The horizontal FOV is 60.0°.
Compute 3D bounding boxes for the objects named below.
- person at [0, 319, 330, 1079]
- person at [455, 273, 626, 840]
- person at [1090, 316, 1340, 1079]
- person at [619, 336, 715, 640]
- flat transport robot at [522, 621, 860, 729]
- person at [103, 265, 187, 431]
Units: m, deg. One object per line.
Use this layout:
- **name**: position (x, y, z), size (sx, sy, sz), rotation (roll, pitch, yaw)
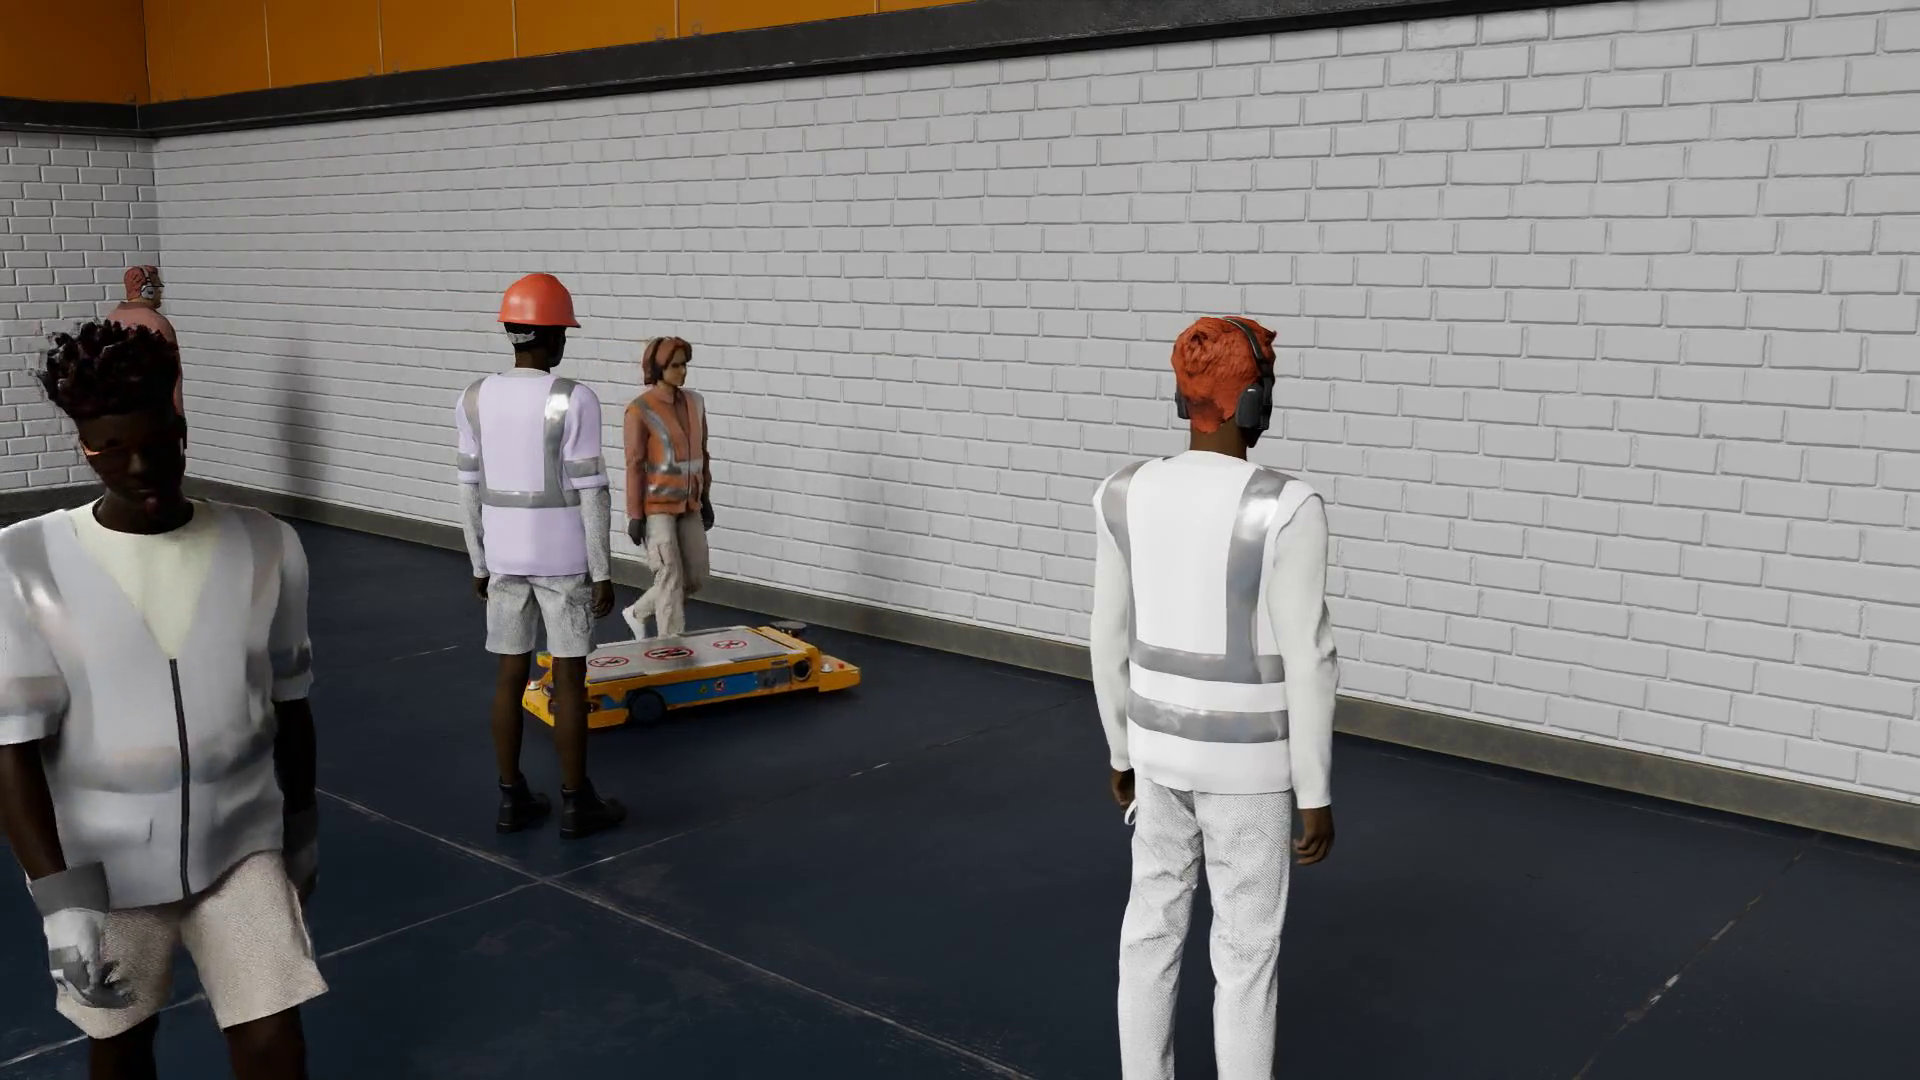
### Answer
- **person**: position (-1.400, 0.567, 2.973), size (0.593, 1.896, 1.029), rotation (-8, 13, -38)
- **person**: position (-1.433, 0.060, 5.734), size (0.552, 1.934, 0.373), rotation (3, 10, 17)
- **person**: position (0.536, 0.478, 3.516), size (0.572, 1.880, 0.355), rotation (9, 14, 42)
- **person**: position (-1.404, -0.145, 7.787), size (0.509, 1.622, 0.523), rotation (5, 11, 28)
- **flat transport robot**: position (-1.230, 0.589, 7.464), size (1.431, 0.197, 0.652), rotation (-6, 12, -32)
- **person**: position (-5.437, -0.887, 11.214), size (0.652, 1.906, 0.409), rotation (6, 11, 29)
